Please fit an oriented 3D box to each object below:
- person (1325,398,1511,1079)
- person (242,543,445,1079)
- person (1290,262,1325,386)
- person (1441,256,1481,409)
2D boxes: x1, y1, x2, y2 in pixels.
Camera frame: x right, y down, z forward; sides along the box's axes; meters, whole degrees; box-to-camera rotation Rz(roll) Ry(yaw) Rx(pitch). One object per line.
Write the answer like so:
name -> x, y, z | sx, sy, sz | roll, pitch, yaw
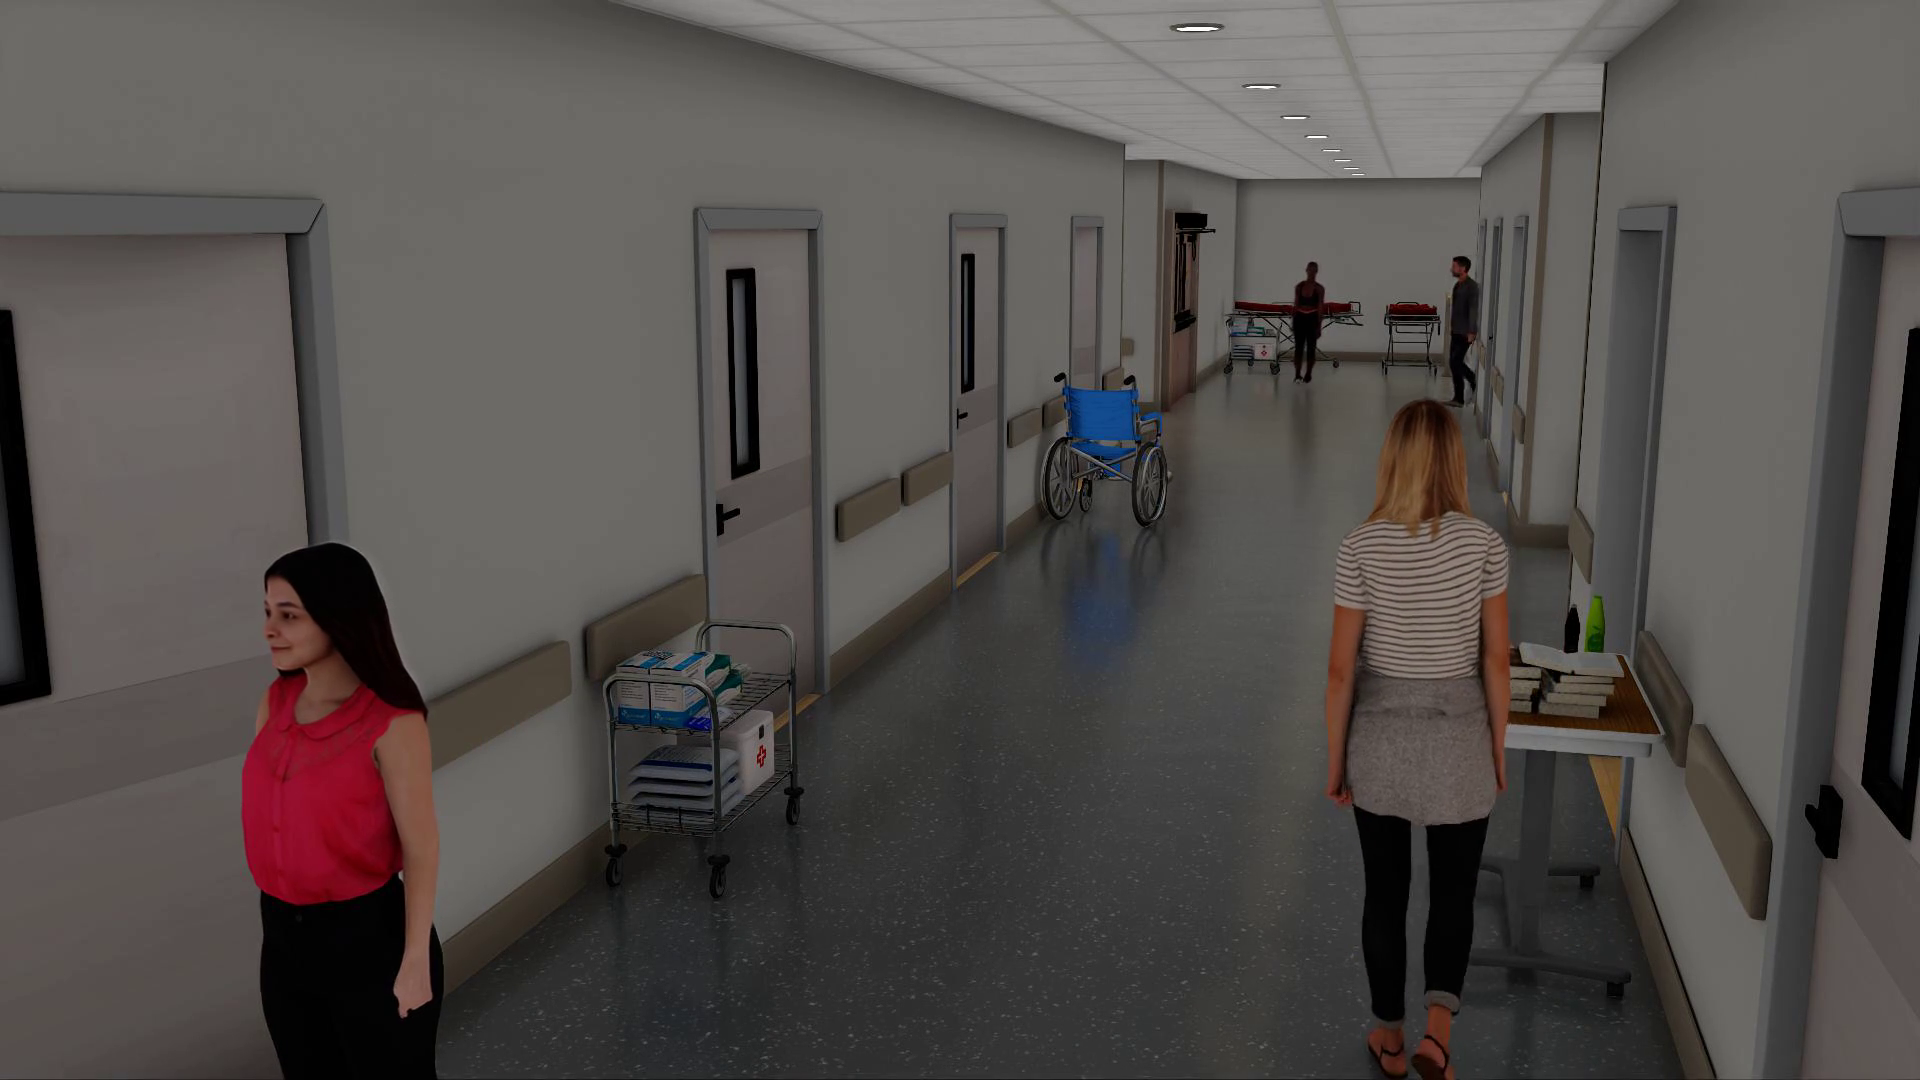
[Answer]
person -> 1.149, 0.573, 4.133 | 0.628, 1.814, 0.907 | 2, 11, 12
person -> -1.198, 0.821, 3.244 | 0.625, 1.660, 0.581 | 5, 12, 26
person -> 4.868, -3.008, 23.299 | 0.636, 1.706, 1.106 | 4, 11, 19
person -> 6.244, -2.538, 20.418 | 0.903, 1.856, 0.822 | -2, 11, -10
